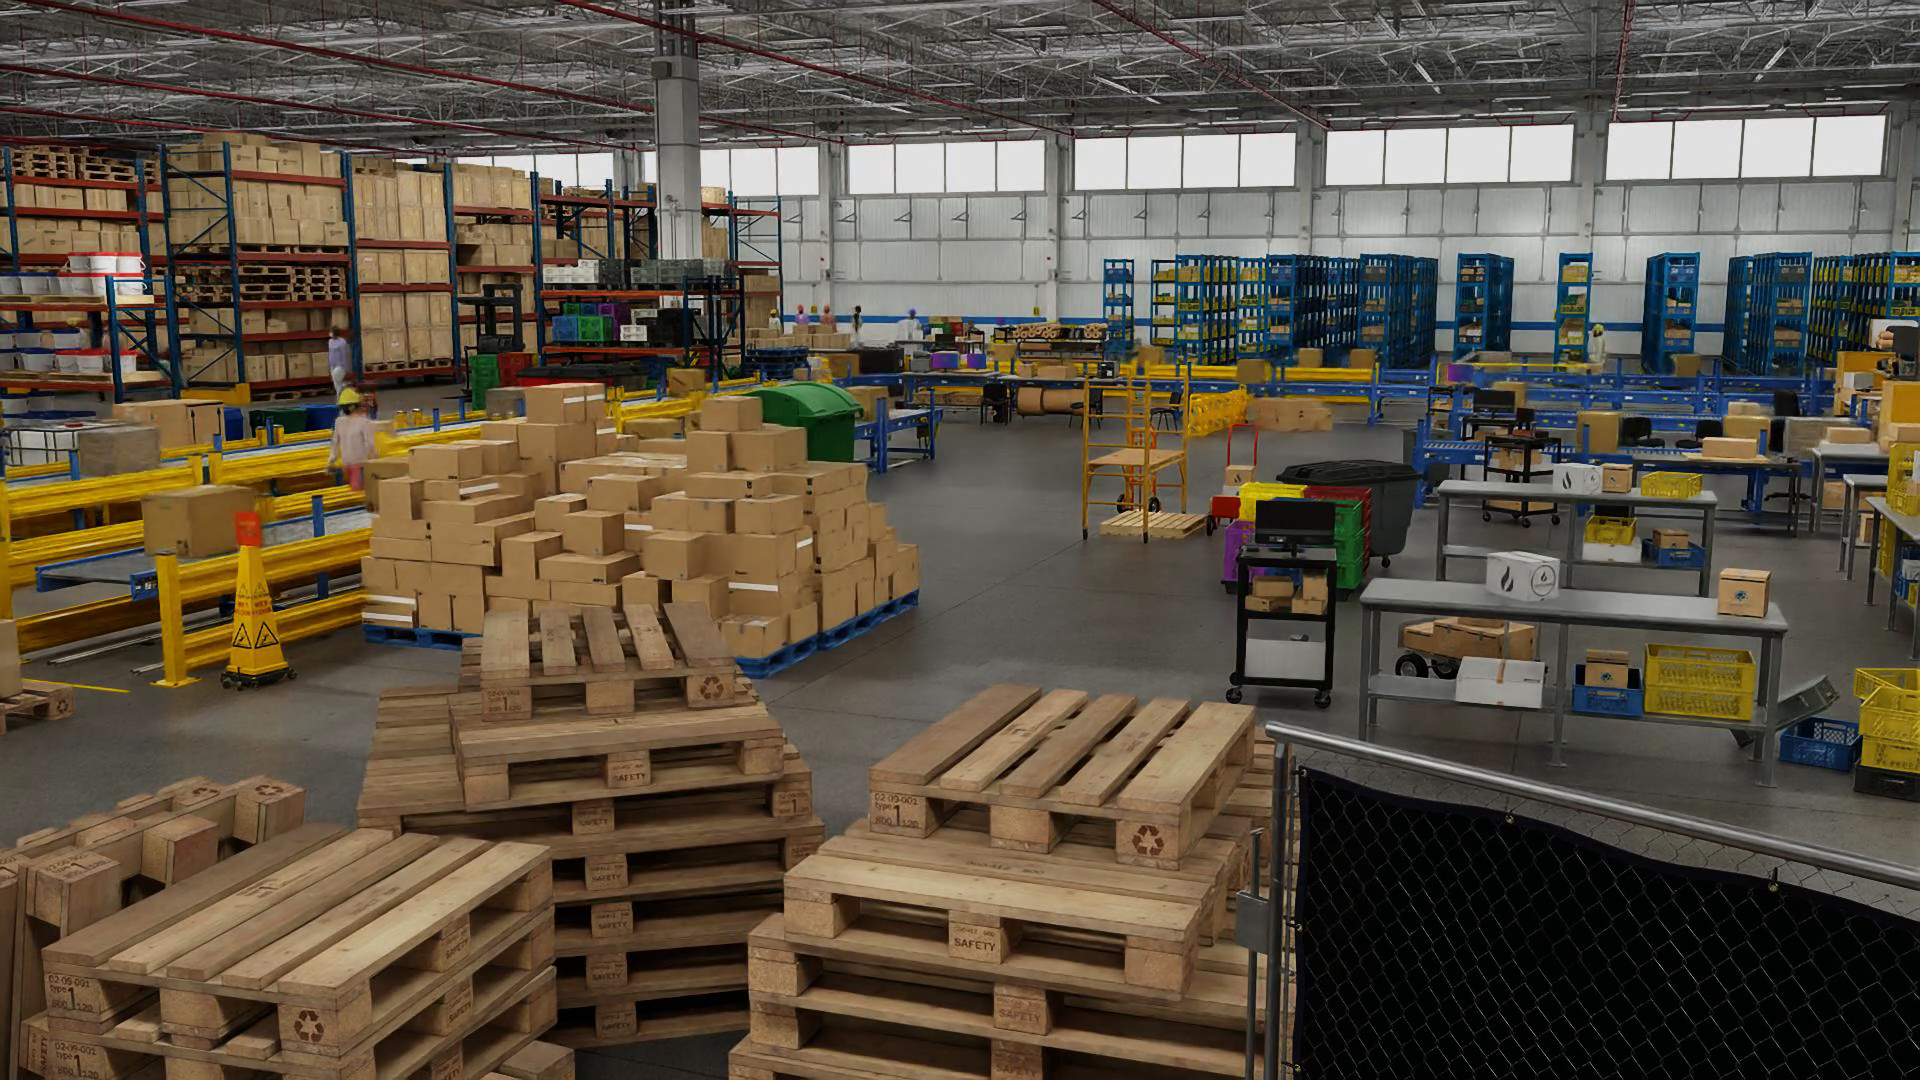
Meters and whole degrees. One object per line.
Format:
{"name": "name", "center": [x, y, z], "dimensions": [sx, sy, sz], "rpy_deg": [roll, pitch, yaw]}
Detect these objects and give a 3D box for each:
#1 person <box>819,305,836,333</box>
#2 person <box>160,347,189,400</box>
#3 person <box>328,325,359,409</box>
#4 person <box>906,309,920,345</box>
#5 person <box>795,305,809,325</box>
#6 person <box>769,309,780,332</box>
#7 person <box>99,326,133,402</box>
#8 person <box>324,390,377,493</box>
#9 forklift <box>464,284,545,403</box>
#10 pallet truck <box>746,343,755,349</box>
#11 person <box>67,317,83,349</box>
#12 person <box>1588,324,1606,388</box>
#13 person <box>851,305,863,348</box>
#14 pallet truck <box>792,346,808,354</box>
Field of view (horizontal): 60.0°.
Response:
{"name": "person", "center": [-4.776, -7.496, 60.083], "dimensions": [0.621, 1.958, 0.977], "rpy_deg": [-1, 9, -8]}
{"name": "person", "center": [-15.920, -3.120, 33.705], "dimensions": [0.850, 1.580, 0.518], "rpy_deg": [3, 10, 19]}
{"name": "person", "center": [-14.006, -3.921, 37.725], "dimensions": [0.639, 1.923, 0.745], "rpy_deg": [7, 12, 39]}
{"name": "person", "center": [-1.641, -6.846, 56.103], "dimensions": [0.609, 1.921, 0.900], "rpy_deg": [-6, 11, -35]}
{"name": "person", "center": [-6.111, -8.140, 64.292], "dimensions": [0.543, 1.887, 0.856], "rpy_deg": [2, 9, 11]}
{"name": "person", "center": [-6.982, -7.776, 62.402], "dimensions": [0.523, 1.769, 0.315], "rpy_deg": [6, 11, 33]}
{"name": "person", "center": [-20.210, -4.231, 39.748], "dimensions": [0.652, 1.888, 0.725], "rpy_deg": [3, 10, 19]}
{"name": "person", "center": [-6.997, -0.847, 19.026], "dimensions": [0.532, 1.727, 0.887], "rpy_deg": [4, 10, 26]}
{"name": "forklift", "center": [-10.832, -4.702, 39.610], "dimensions": [1.129, 2.768, 1.873], "rpy_deg": [3, 10, 20]}
{"name": "pallet truck", "center": [-6.183, -4.618, 44.264], "dimensions": [1.601, 1.201, 0.680], "rpy_deg": [-9, 12, -43]}
{"name": "person", "center": [-25.732, -5.556, 48.325], "dimensions": [0.602, 1.814, 0.495], "rpy_deg": [5, 10, 28]}
{"name": "person", "center": [15.941, -4.507, 41.725], "dimensions": [0.478, 1.815, 0.597], "rpy_deg": [6, 11, 31]}
{"name": "person", "center": [-4.098, -8.483, 66.640], "dimensions": [0.447, 1.827, 0.662], "rpy_deg": [0, 9, -1]}
{"name": "pallet truck", "center": [-3.705, -4.298, 42.022], "dimensions": [0.653, 1.274, 1.630], "rpy_deg": [3, 10, 20]}
